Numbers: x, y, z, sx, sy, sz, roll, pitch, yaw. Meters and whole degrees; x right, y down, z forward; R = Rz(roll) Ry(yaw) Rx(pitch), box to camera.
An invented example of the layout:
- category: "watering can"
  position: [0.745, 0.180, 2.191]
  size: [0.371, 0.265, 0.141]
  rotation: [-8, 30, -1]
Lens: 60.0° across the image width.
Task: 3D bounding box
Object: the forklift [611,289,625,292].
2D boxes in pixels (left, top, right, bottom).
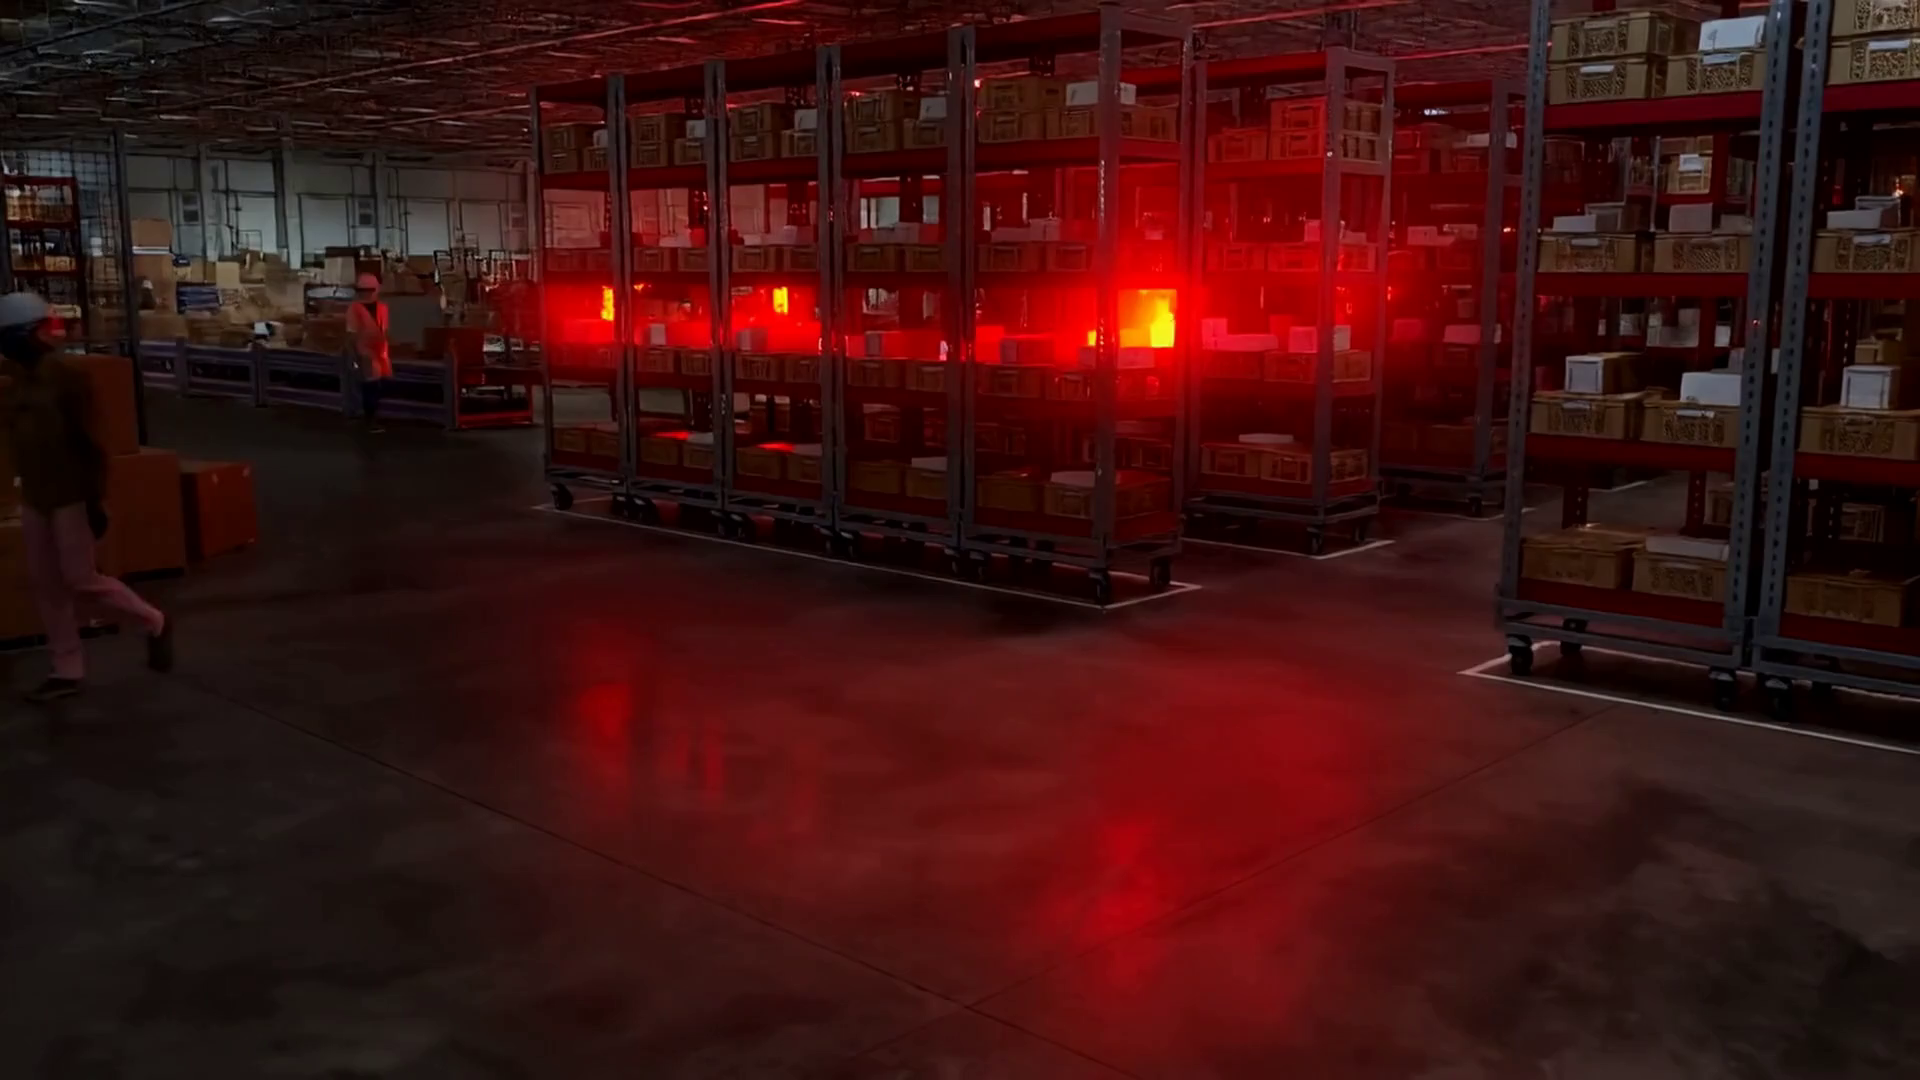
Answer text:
- category: "forklift"
  position: [-17.606, -13.453, 86.428]
  size: [1.129, 2.768, 1.873]
  rotation: [9, 13, 43]

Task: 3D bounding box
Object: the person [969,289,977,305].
- category: "person"
  position: [0.309, -6.903, 48.824]
  size: [0.377, 2.045, 0.605]
  rotation: [3, 10, 16]

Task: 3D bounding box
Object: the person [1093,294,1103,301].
- category: "person"
  position: [4.937, -8.336, 58.727]
  size: [0.643, 1.657, 0.697]
  rotation: [-4, 10, -23]

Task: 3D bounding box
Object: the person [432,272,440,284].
- category: "person"
  position: [-28.025, -13.430, 89.354]
  size: [0.611, 1.872, 0.971]
  rotation: [6, 11, 31]

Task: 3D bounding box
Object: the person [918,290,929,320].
- category: "person"
  position: [-0.998, -5.631, 41.727]
  size: [0.403, 1.819, 0.601]
  rotation: [-4, 10, -24]

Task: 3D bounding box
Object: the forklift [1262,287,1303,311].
- category: "forklift"
  position: [10.769, -8.203, 54.240]
  size: [1.129, 2.768, 1.873]
  rotation: [8, 12, 42]

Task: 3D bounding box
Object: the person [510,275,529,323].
- category: "person"
  position: [-15.437, -8.364, 58.303]
  size: [0.639, 1.871, 0.881]
  rotation: [-7, 12, -38]

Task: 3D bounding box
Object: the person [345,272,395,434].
- category: "person"
  position: [-7.391, -2.337, 20.873]
  size: [0.458, 2.026, 0.627]
  rotation: [7, 11, 35]

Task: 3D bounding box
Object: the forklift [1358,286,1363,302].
- category: "forklift"
  position: [11.100, -7.017, 46.970]
  size: [1.873, 2.768, 1.129]
  rotation: [9, 13, 43]

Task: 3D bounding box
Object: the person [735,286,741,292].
- category: "person"
  position: [-8.897, -9.605, 65.638]
  size: [0.608, 1.963, 0.371]
  rotation: [-8, 12, -40]

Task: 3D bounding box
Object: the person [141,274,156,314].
- category: "person"
  position: [-22.648, -6.435, 46.348]
  size: [0.559, 1.914, 0.543]
  rotation: [8, 12, 39]

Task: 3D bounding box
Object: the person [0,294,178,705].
- category: "person"
  position: [-4.303, -0.207, 8.070]
  size: [0.656, 1.951, 0.676]
  rotation: [5, 10, 27]

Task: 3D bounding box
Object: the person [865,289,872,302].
- category: "person"
  position: [-4.254, -11.183, 76.323]
  size: [0.376, 1.623, 0.543]
  rotation: [2, 10, 14]

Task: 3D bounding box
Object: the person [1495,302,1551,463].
- category: "person"
  position: [6.050, -1.729, 17.929]
  size: [0.949, 1.783, 0.604]
  rotation: [9, 13, 43]
